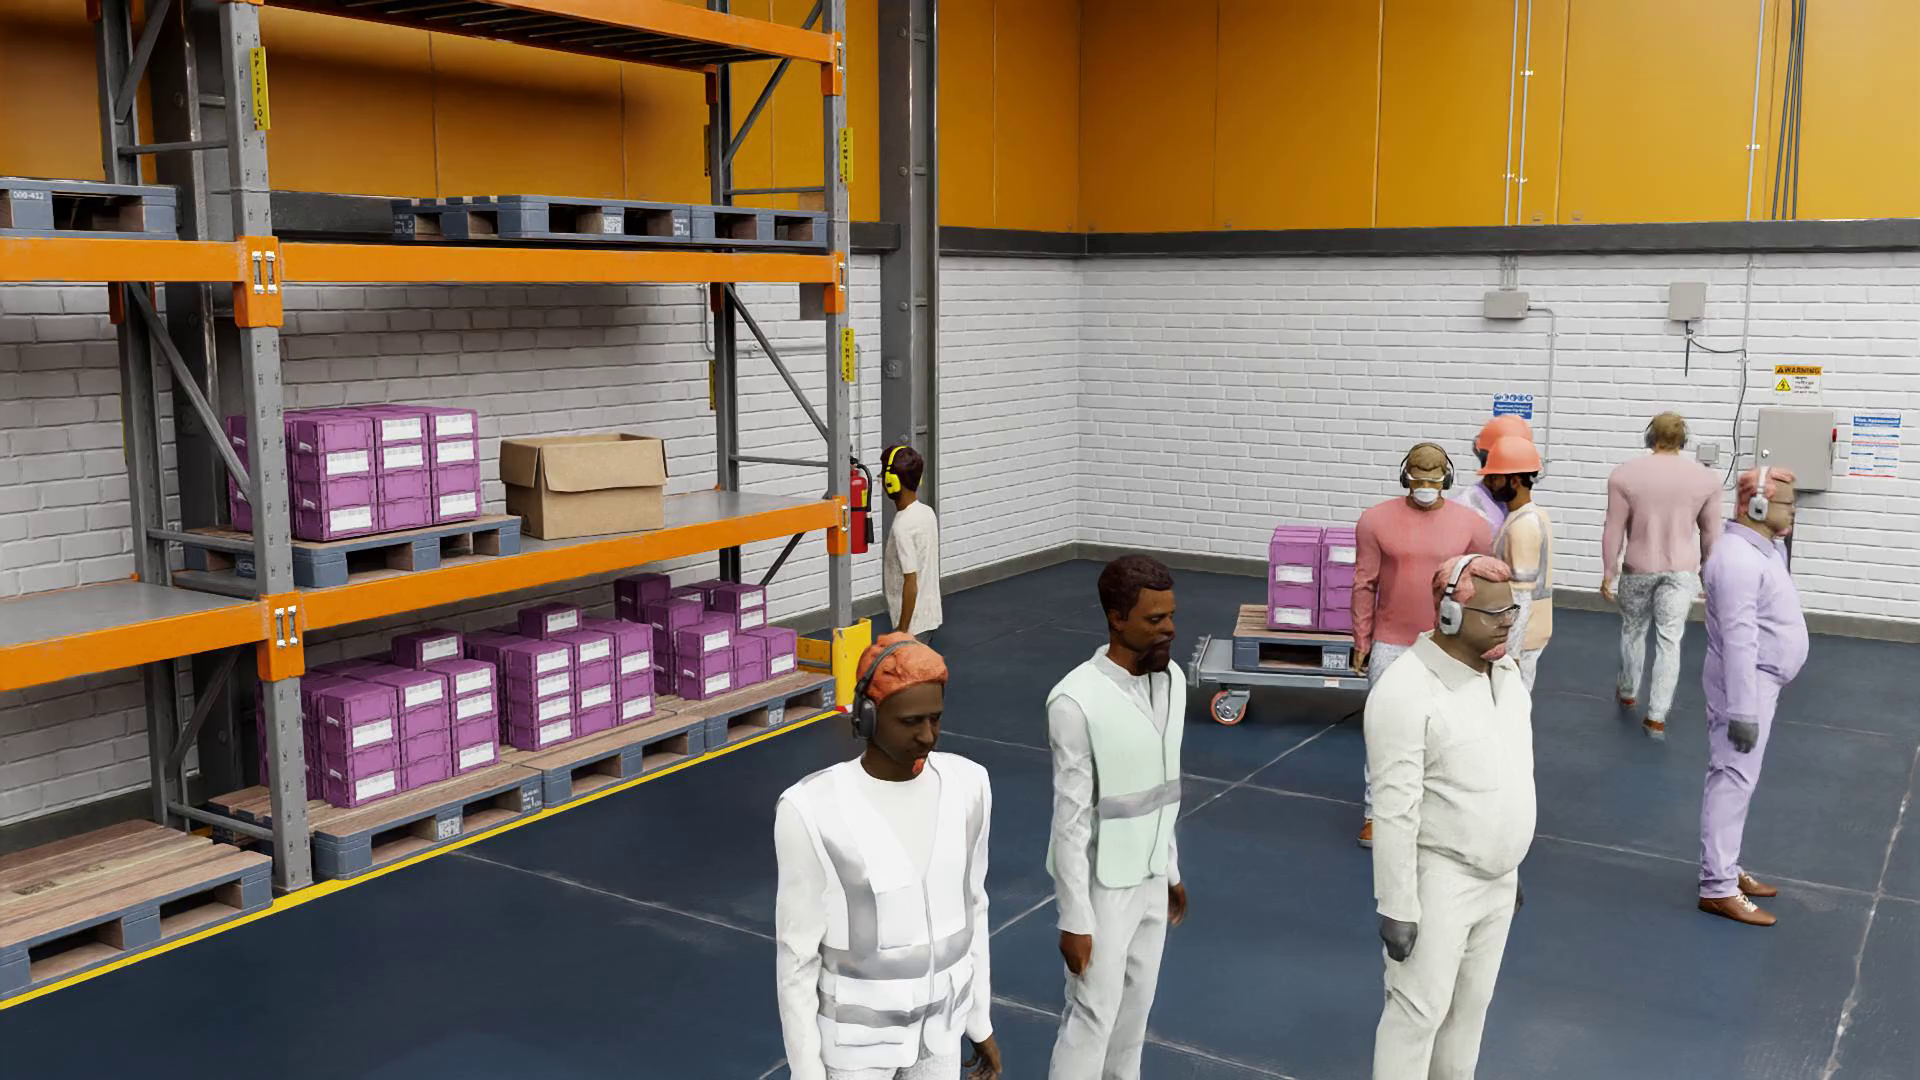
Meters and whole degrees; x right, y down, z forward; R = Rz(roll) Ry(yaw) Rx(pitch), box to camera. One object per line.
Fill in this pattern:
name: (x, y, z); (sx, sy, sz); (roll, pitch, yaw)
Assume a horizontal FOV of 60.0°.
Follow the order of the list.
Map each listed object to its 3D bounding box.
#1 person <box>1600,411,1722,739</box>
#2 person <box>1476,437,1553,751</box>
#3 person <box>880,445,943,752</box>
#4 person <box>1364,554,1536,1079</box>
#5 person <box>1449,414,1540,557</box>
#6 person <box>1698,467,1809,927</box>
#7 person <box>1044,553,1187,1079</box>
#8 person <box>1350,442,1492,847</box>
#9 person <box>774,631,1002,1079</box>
person: (4.197, 0.178, 10.010); (0.660, 1.897, 0.955); (3, 9, 18)
person: (2.680, 0.457, 8.110); (0.389, 1.929, 0.554); (3, 9, 20)
person: (-0.263, 0.458, 8.316); (0.334, 1.865, 0.517); (2, 9, 11)
person: (1.431, 0.981, 4.778); (0.652, 1.905, 0.409); (-8, 12, -41)
person: (2.639, 0.384, 8.258); (0.611, 2.031, 0.420); (-8, 12, -42)
person: (3.344, 0.640, 7.020); (0.400, 1.904, 0.663); (5, 10, 28)
person: (0.442, 0.979, 4.753); (0.372, 1.916, 0.596); (6, 11, 36)
person: (2.148, 0.501, 7.811); (0.628, 1.935, 0.373); (2, 9, 14)
person: (-0.150, 1.140, 3.811); (0.574, 1.887, 0.356); (-7, 11, -36)
